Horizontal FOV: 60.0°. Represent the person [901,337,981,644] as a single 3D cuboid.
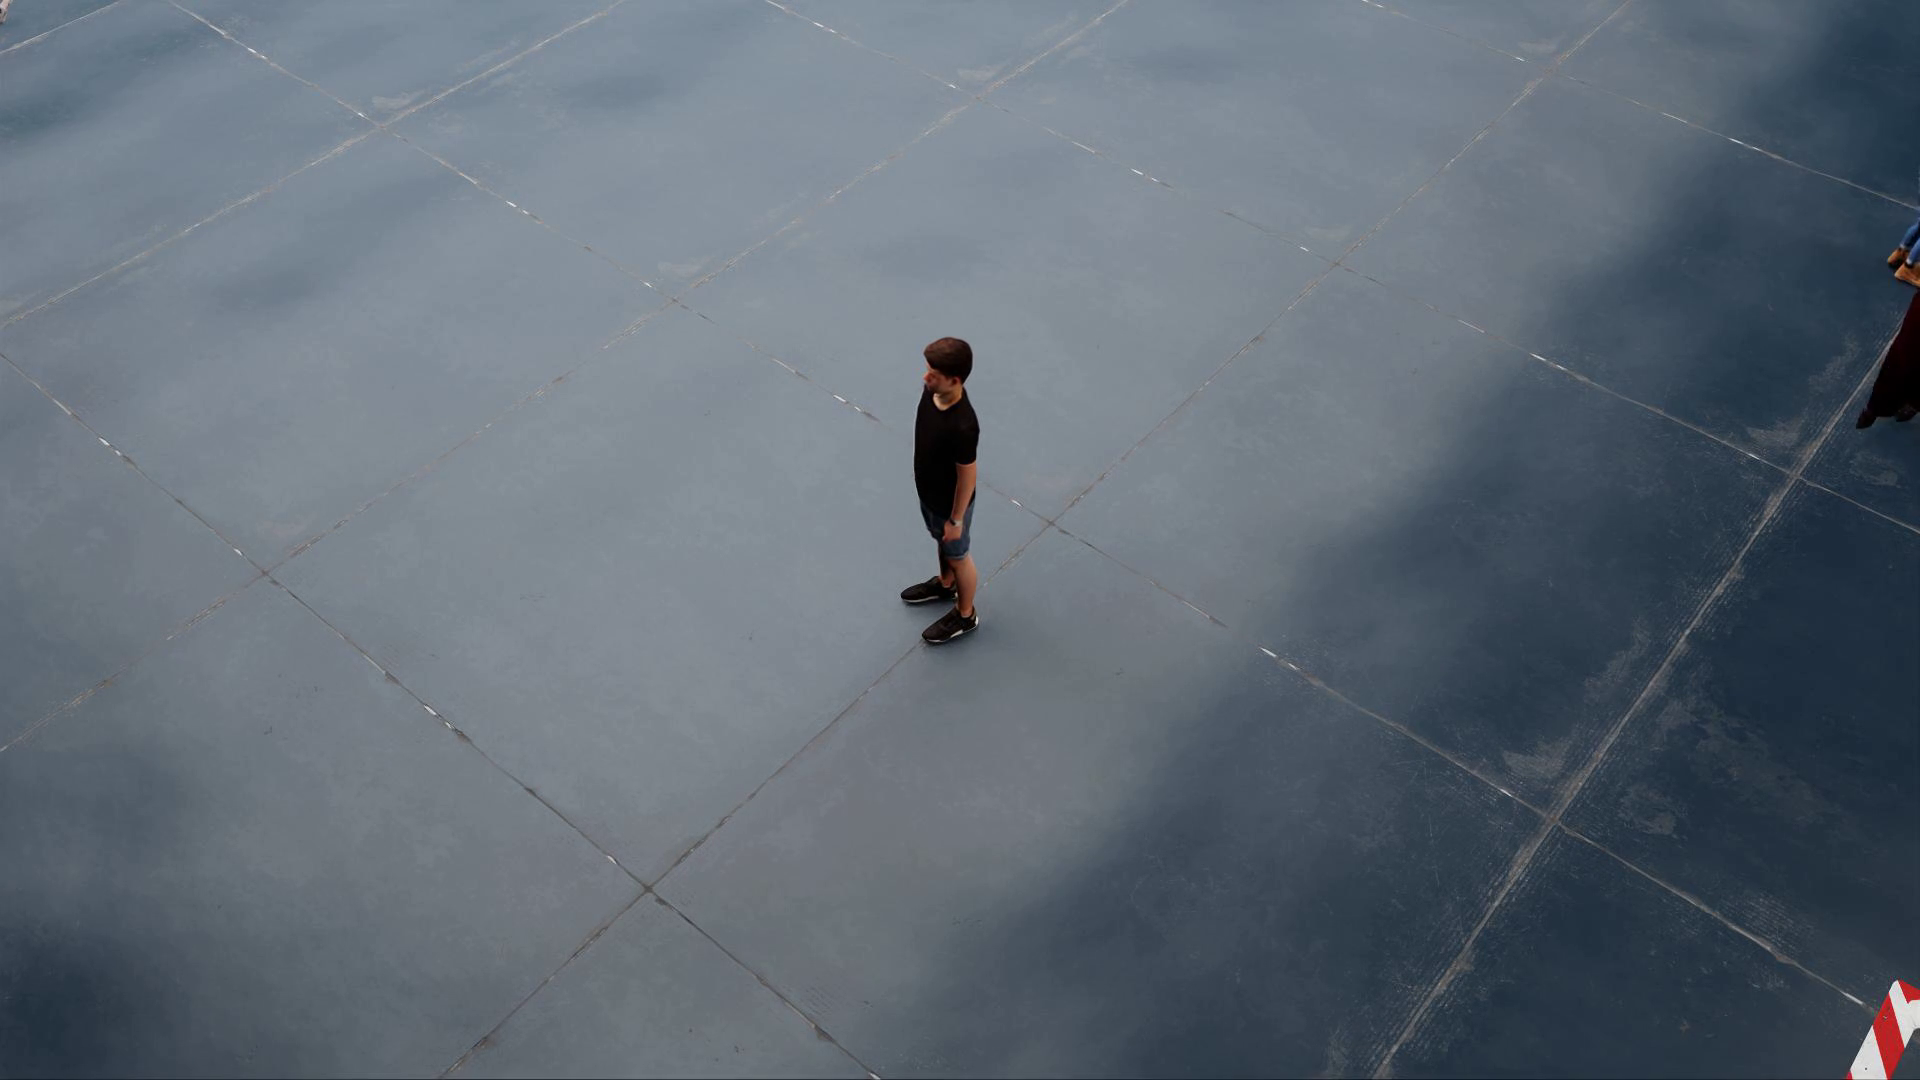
[{"bbox_3d":[-0.056,-0.250,8.039,0.795,1.847,0.664,-17,49,-15],"label":"person"}]
